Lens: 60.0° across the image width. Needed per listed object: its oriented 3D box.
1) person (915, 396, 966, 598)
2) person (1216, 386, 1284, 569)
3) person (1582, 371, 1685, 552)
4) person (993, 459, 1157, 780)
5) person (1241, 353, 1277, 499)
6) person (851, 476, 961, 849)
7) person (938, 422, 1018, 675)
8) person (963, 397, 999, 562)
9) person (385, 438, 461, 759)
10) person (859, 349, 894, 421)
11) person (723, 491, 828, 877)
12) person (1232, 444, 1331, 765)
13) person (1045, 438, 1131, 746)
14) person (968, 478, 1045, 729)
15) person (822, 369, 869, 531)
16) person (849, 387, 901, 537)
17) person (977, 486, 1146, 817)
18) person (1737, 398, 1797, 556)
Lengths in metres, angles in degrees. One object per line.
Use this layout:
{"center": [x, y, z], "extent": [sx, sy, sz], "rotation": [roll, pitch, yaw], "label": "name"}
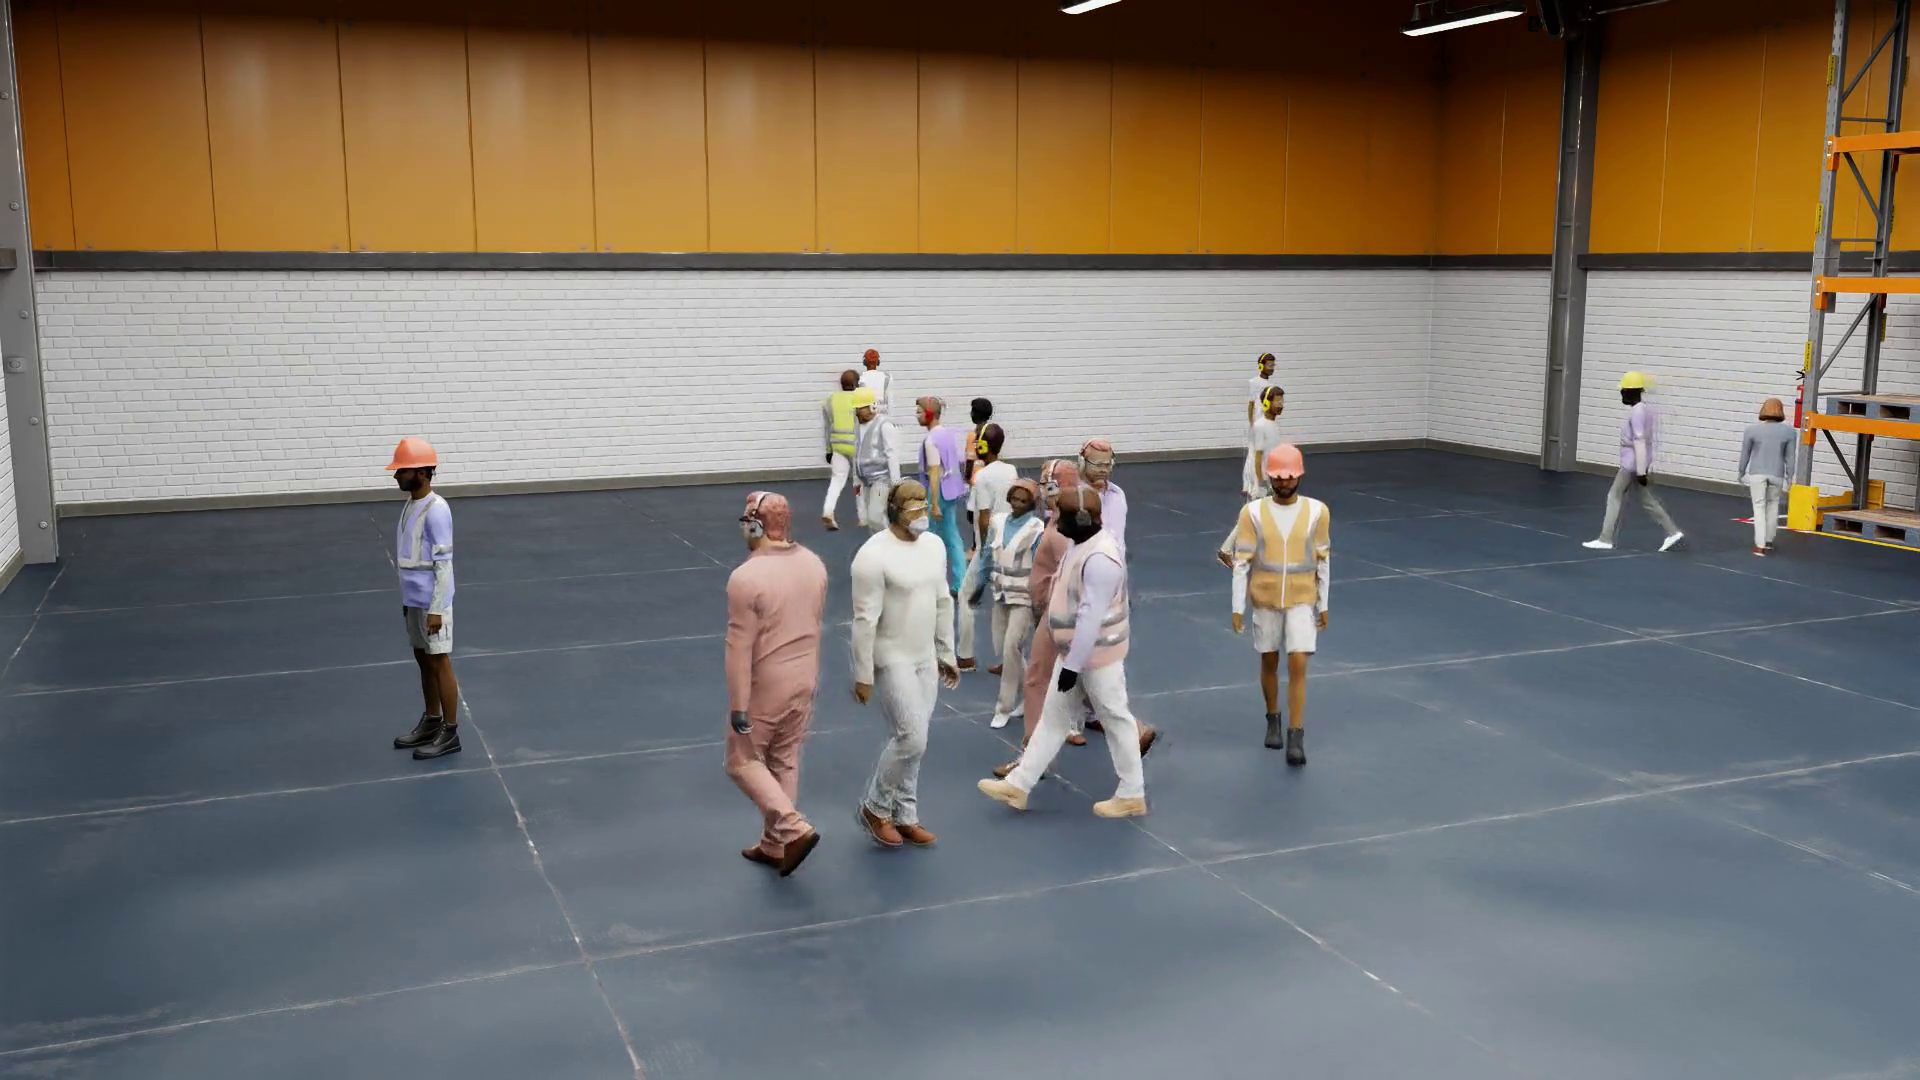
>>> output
{"center": [-0.304, -0.365, 14.771], "extent": [0.867, 1.808, 0.595], "rotation": [3, 10, 18], "label": "person"}
{"center": [2.907, -0.575, 15.989], "extent": [0.963, 1.828, 0.534], "rotation": [7, 12, 36], "label": "person"}
{"center": [7.052, -0.810, 17.233], "extent": [0.937, 1.891, 0.585], "rotation": [5, 11, 29], "label": "person"}
{"center": [0.674, 0.462, 9.561], "extent": [0.844, 1.869, 0.645], "rotation": [3, 10, 15], "label": "person"}
{"center": [3.842, -1.445, 21.169], "extent": [0.499, 1.860, 0.342], "rotation": [-6, 11, -33], "label": "person"}
{"center": [-0.260, 0.630, 8.401], "extent": [0.433, 1.924, 0.629], "rotation": [6, 11, 34], "label": "person"}
{"center": [0.166, 0.064, 12.064], "extent": [0.798, 1.842, 0.523], "rotation": [8, 13, 42], "label": "person"}
{"center": [0.258, -0.571, 16.397], "extent": [0.623, 1.677, 0.542], "rotation": [4, 10, 23], "label": "person"}
{"center": [-3.243, 0.348, 10.046], "extent": [0.354, 1.939, 0.544], "rotation": [-7, 12, -37], "label": "person"}
{"center": [-1.140, -1.541, 21.660], "extent": [0.574, 1.882, 0.358], "rotation": [-3, 10, -19], "label": "person"}
{"center": [-0.881, 0.705, 8.022], "extent": [0.553, 1.890, 0.652], "rotation": [7, 12, 37], "label": "person"}
{"center": [1.912, 0.385, 9.920], "extent": [0.576, 1.896, 0.915], "rotation": [2, 10, 10], "label": "person"}
{"center": [0.828, 0.311, 10.380], "extent": [0.636, 1.903, 0.404], "rotation": [-8, 12, -39], "label": "person"}
{"center": [0.353, 0.391, 10.741], "extent": [0.502, 1.612, 0.601], "rotation": [-8, 12, -39], "label": "person"}
{"center": [-1.270, -1.012, 18.681], "extent": [0.632, 1.816, 0.869], "rotation": [4, 10, 22], "label": "person"}
{"center": [-0.837, -0.581, 16.103], "extent": [0.481, 1.794, 0.625], "rotation": [-7, 11, -35], "label": "person"}
{"center": [0.567, 0.613, 8.839], "extent": [0.956, 1.793, 0.634], "rotation": [-2, 10, -10], "label": "person"}
{"center": [8.321, -0.664, 17.206], "extent": [0.504, 1.601, 0.745], "rotation": [2, 10, 14], "label": "person"}
